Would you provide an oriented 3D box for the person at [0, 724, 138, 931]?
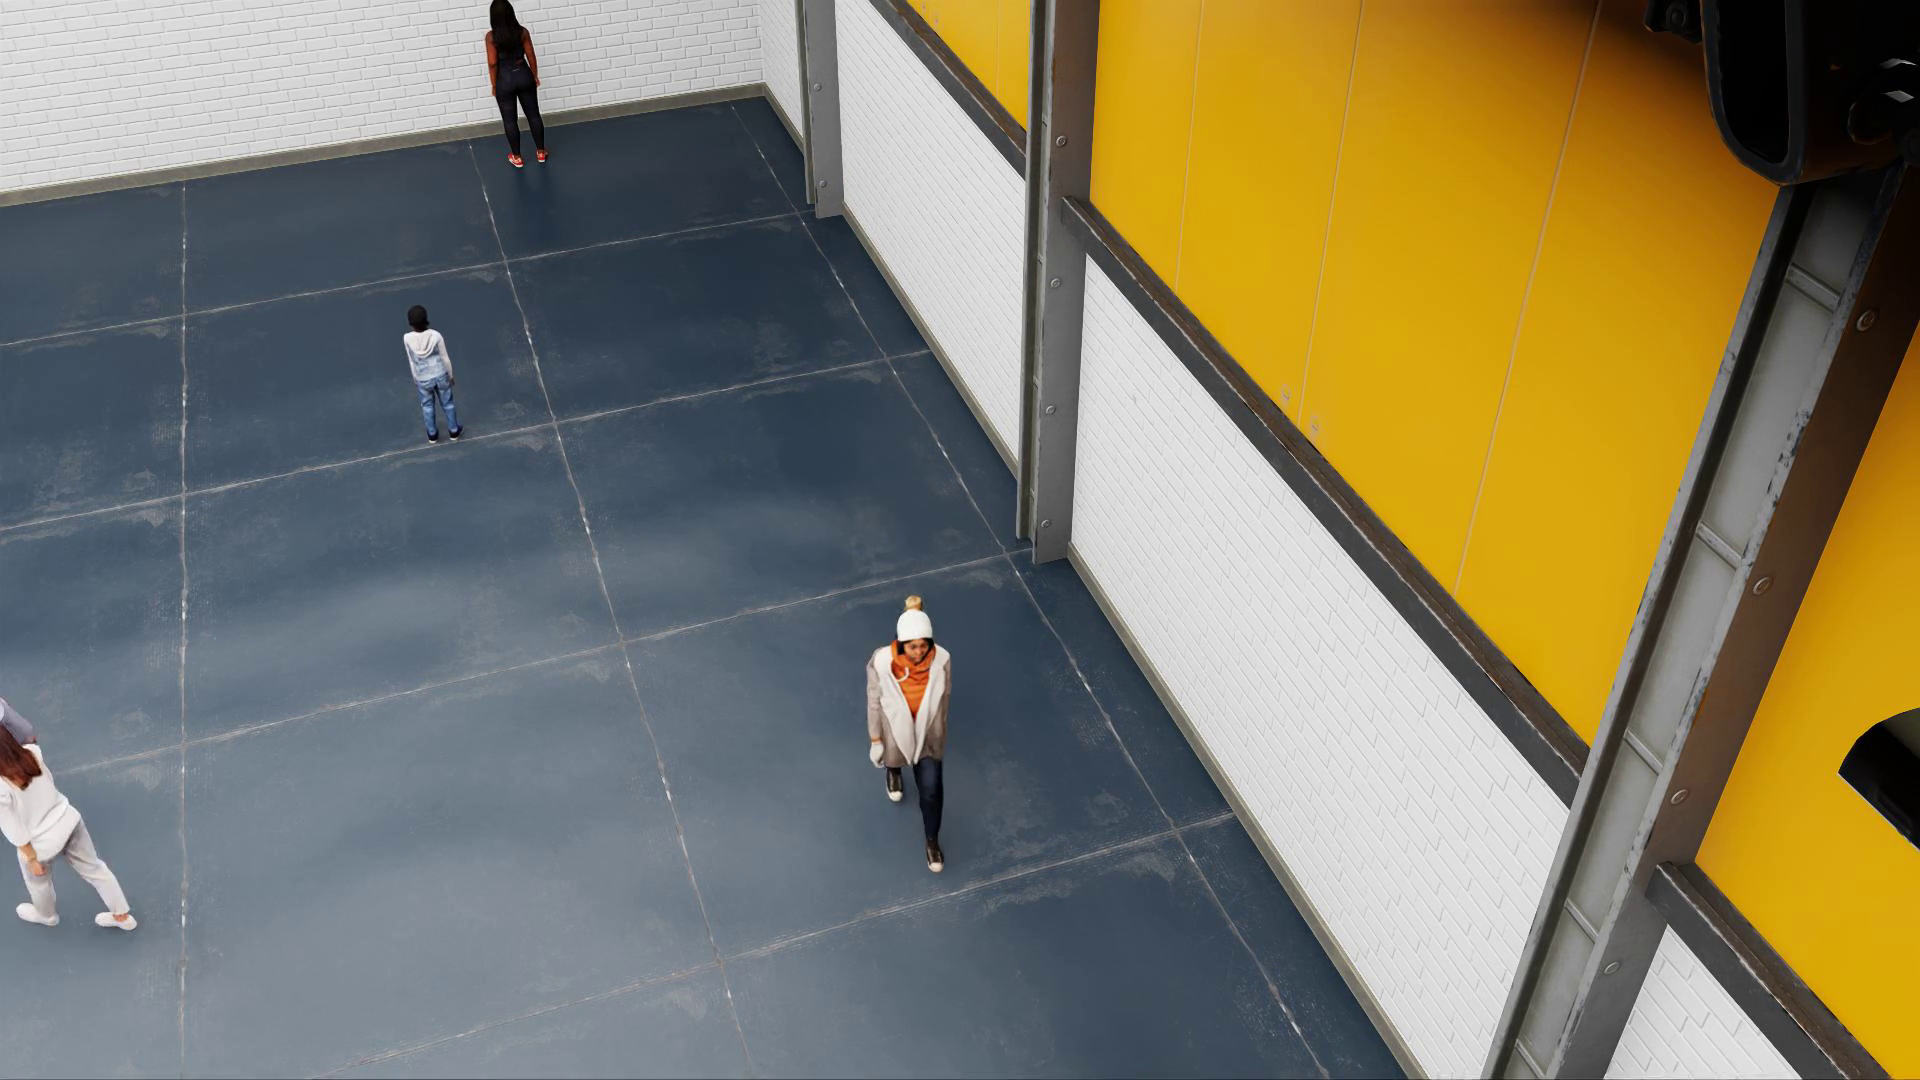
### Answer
[{"bbox_3d":[-5.183,1.707,9.580,0.977,1.654,1.000,7,39,9],"label":"person"}]

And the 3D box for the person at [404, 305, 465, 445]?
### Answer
[{"bbox_3d":[-4.377,-1.371,13.751,0.492,1.259,0.509,-8,39,-10],"label":"person"}]

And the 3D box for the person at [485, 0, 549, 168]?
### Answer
[{"bbox_3d":[-4.743,-4.874,17.691,0.697,1.816,0.628,-17,42,-20],"label":"person"}]

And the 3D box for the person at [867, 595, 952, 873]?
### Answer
[{"bbox_3d":[-0.333,1.072,10.219,0.867,1.849,1.240,-4,39,-5],"label":"person"}]
